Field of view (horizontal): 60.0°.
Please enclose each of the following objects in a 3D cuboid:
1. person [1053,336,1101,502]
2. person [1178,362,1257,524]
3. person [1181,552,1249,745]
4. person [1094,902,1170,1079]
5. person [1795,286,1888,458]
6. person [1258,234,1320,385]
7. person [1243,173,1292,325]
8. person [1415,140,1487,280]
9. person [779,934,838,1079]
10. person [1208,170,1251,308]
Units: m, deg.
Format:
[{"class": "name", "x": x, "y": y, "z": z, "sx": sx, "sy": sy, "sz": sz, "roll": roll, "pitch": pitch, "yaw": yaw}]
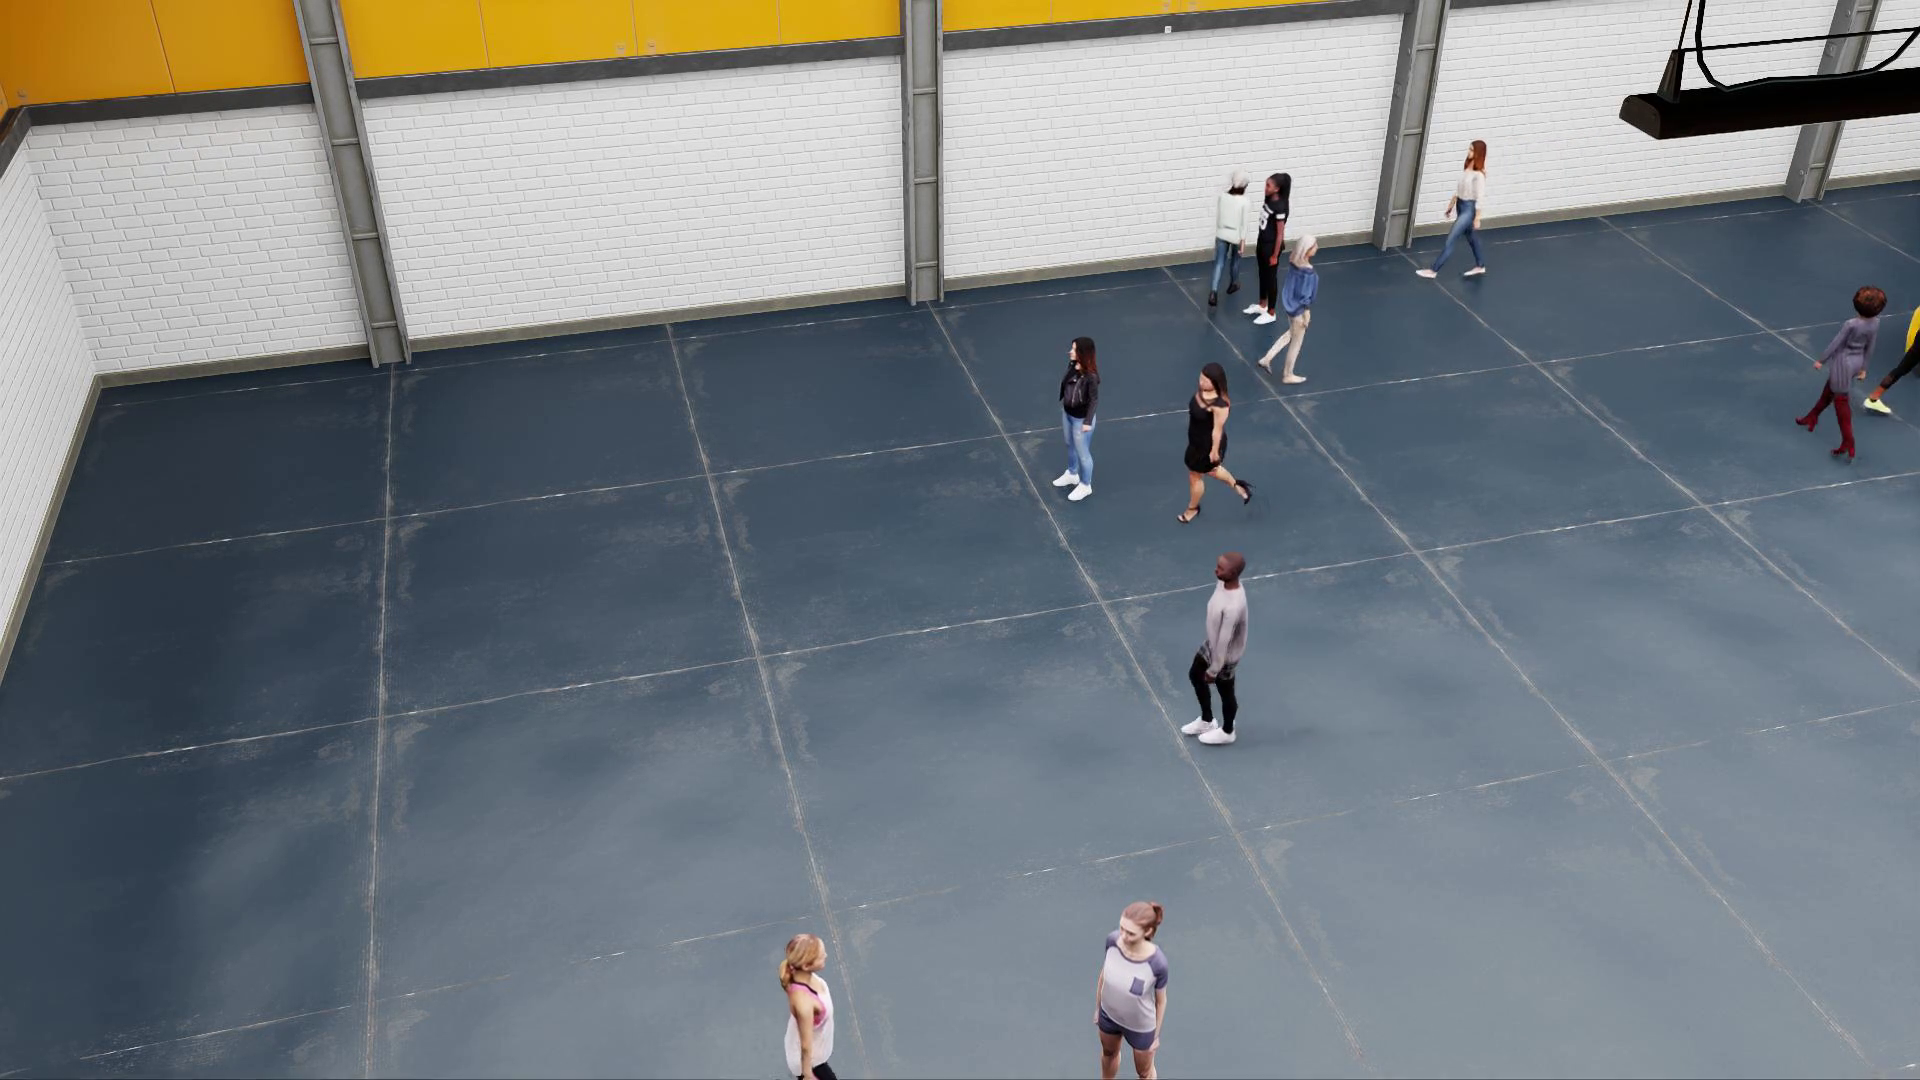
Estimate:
[{"class": "person", "x": 1.105, "y": -1.158, "z": 15.479, "sx": 0.610, "sy": 1.634, "sz": 0.665, "roll": -14, "pitch": 36, "yaw": -20}, {"class": "person", "x": 2.313, "y": -0.869, "z": 14.996, "sx": 0.976, "sy": 1.687, "sz": 0.769, "roll": -2, "pitch": 34, "yaw": -3}, {"class": "person", "x": 2.050, "y": 0.823, "z": 12.382, "sx": 0.708, "sy": 1.763, "sz": 0.706, "roll": -2, "pitch": 34, "yaw": -2}, {"class": "person", "x": 0.979, "y": 2.722, "z": 9.522, "sx": 0.678, "sy": 1.766, "sz": 0.718, "roll": 23, "pitch": 40, "yaw": 31}, {"class": "person", "x": 8.627, "y": -1.597, "z": 16.105, "sx": 1.021, "sy": 1.671, "sz": 0.721, "roll": -12, "pitch": 36, "yaw": -18}, {"class": "person", "x": 3.411, "y": -2.378, "z": 17.266, "sx": 0.730, "sy": 1.688, "sz": 0.613, "roll": -8, "pitch": 34, "yaw": -12}, {"class": "person", "x": 3.453, "y": -3.264, "z": 18.560, "sx": 0.530, "sy": 1.730, "sz": 0.601, "roll": -8, "pitch": 34, "yaw": -12}, {"class": "person", "x": 6.008, "y": -3.831, "z": 19.459, "sx": 1.153, "sy": 1.678, "sz": 0.719, "roll": -4, "pitch": 34, "yaw": -5}, {"class": "person", "x": -0.932, "y": 2.875, "z": 9.278, "sx": 0.640, "sy": 1.781, "sz": 0.628, "roll": -7, "pitch": 34, "yaw": -10}, {"class": "person", "x": 3.039, "y": -3.405, "z": 18.887, "sx": 1.047, "sy": 1.602, "sz": 1.101, "roll": 15, "pitch": 36, "yaw": 21}]
